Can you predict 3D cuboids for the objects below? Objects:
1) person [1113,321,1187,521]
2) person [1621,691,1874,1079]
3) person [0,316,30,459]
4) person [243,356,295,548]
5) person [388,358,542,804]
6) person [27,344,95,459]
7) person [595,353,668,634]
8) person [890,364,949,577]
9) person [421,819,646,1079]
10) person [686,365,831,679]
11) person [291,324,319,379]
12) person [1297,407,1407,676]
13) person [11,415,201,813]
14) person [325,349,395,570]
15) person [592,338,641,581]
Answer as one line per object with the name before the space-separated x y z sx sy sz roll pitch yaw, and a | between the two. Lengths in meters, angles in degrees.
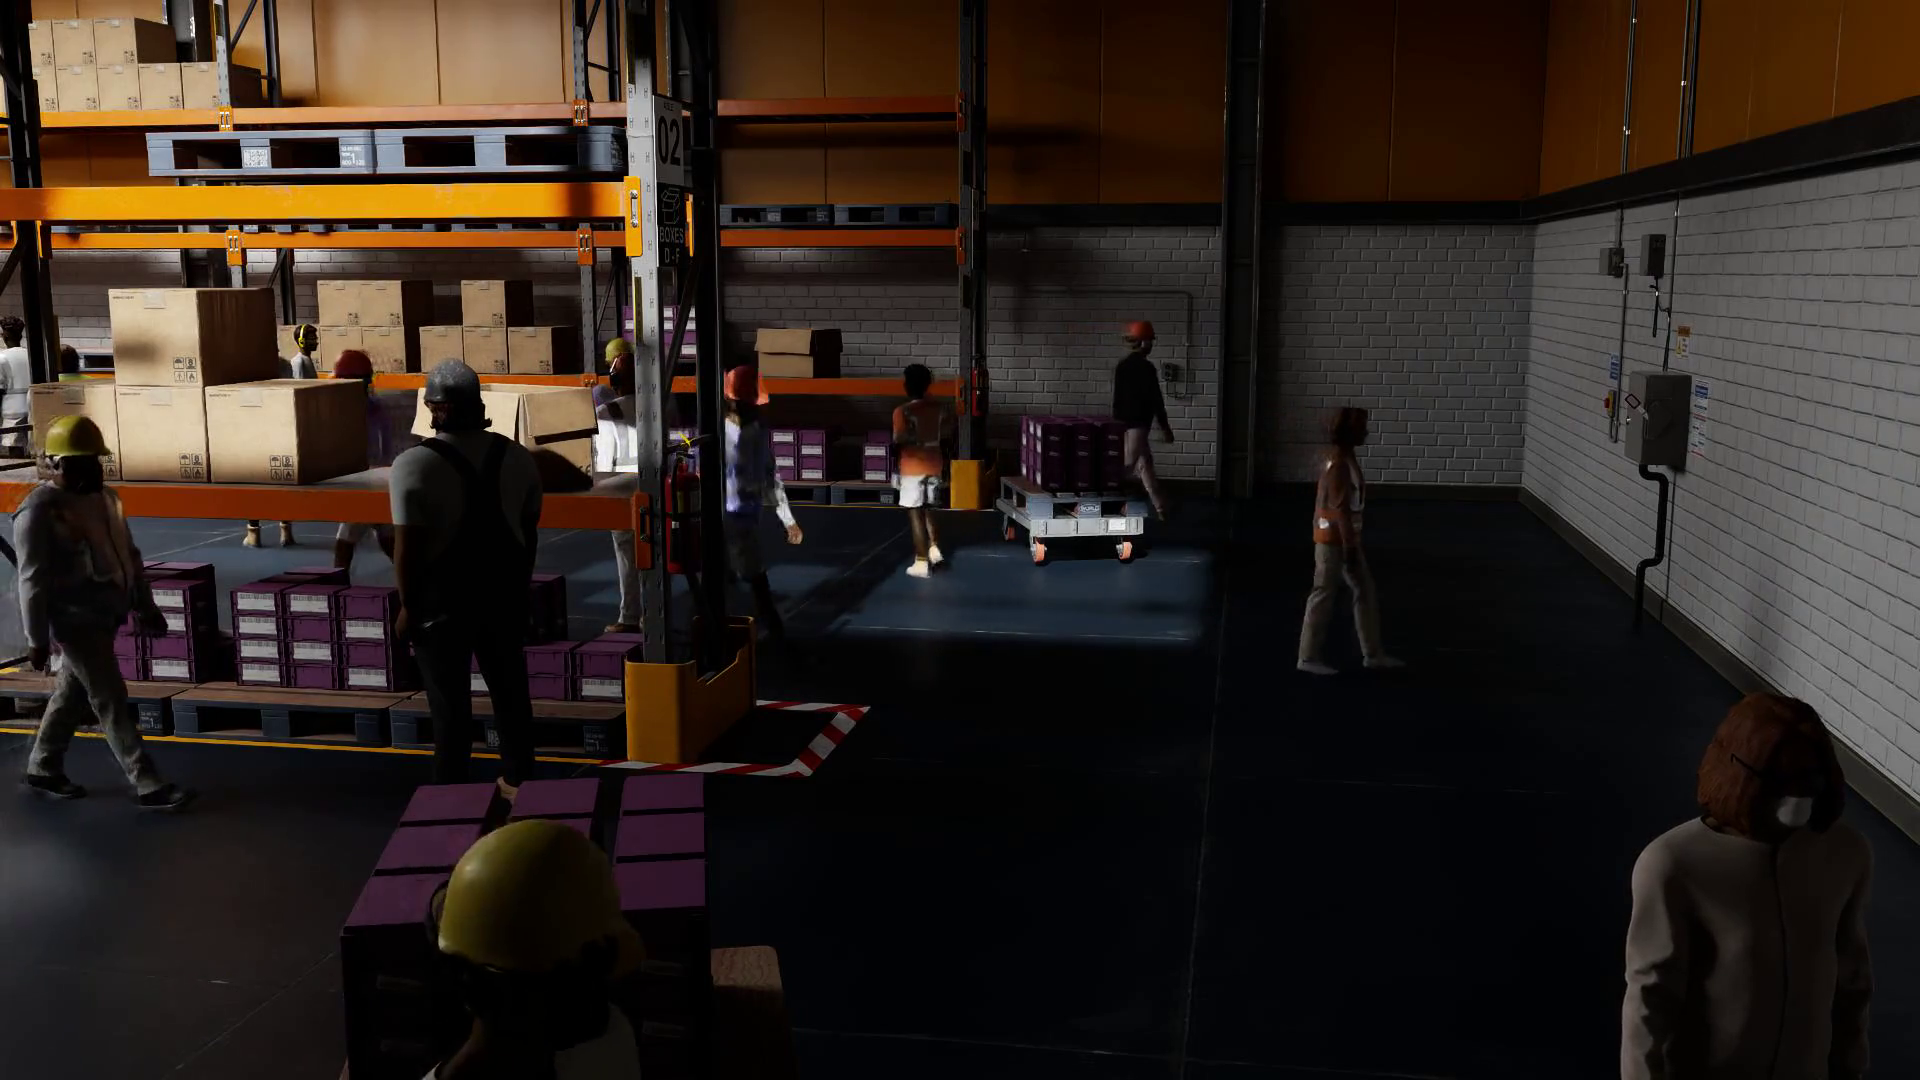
person | 1.731 -1.097 15.804 1.028 1.940 0.611 -3 10 -19
person | 1.530 1.085 3.246 0.508 1.623 0.294 -2 9 -10
person | -9.584 -1.299 16.974 0.367 1.967 0.601 6 11 33
person | -6.139 -0.950 14.571 0.614 2.040 0.390 -6 11 -32
person | -2.211 0.216 7.347 0.683 2.000 0.536 -9 13 -43
person | -7.156 -0.656 13.414 0.625 1.834 0.430 -8 12 -41
person | -2.163 -0.288 10.962 0.358 1.882 0.574 8 12 40
person | -0.326 -0.548 13.161 0.546 1.685 0.391 -8 12 -40
person | -0.507 1.201 2.206 0.894 1.719 0.538 3 10 18
person | -1.230 -0.096 9.806 1.039 1.855 0.569 3 10 19
person | -6.740 -1.293 17.241 0.313 1.869 0.538 -2 9 -14
person | 2.361 0.025 9.854 0.723 1.611 0.536 3 10 20
person | -3.882 0.332 7.428 0.927 1.788 0.600 1 9 5
person | -4.061 -0.313 11.082 0.957 1.888 0.571 -2 9 -11
person | -2.547 -0.603 12.850 0.613 1.906 0.555 -6 11 -32
